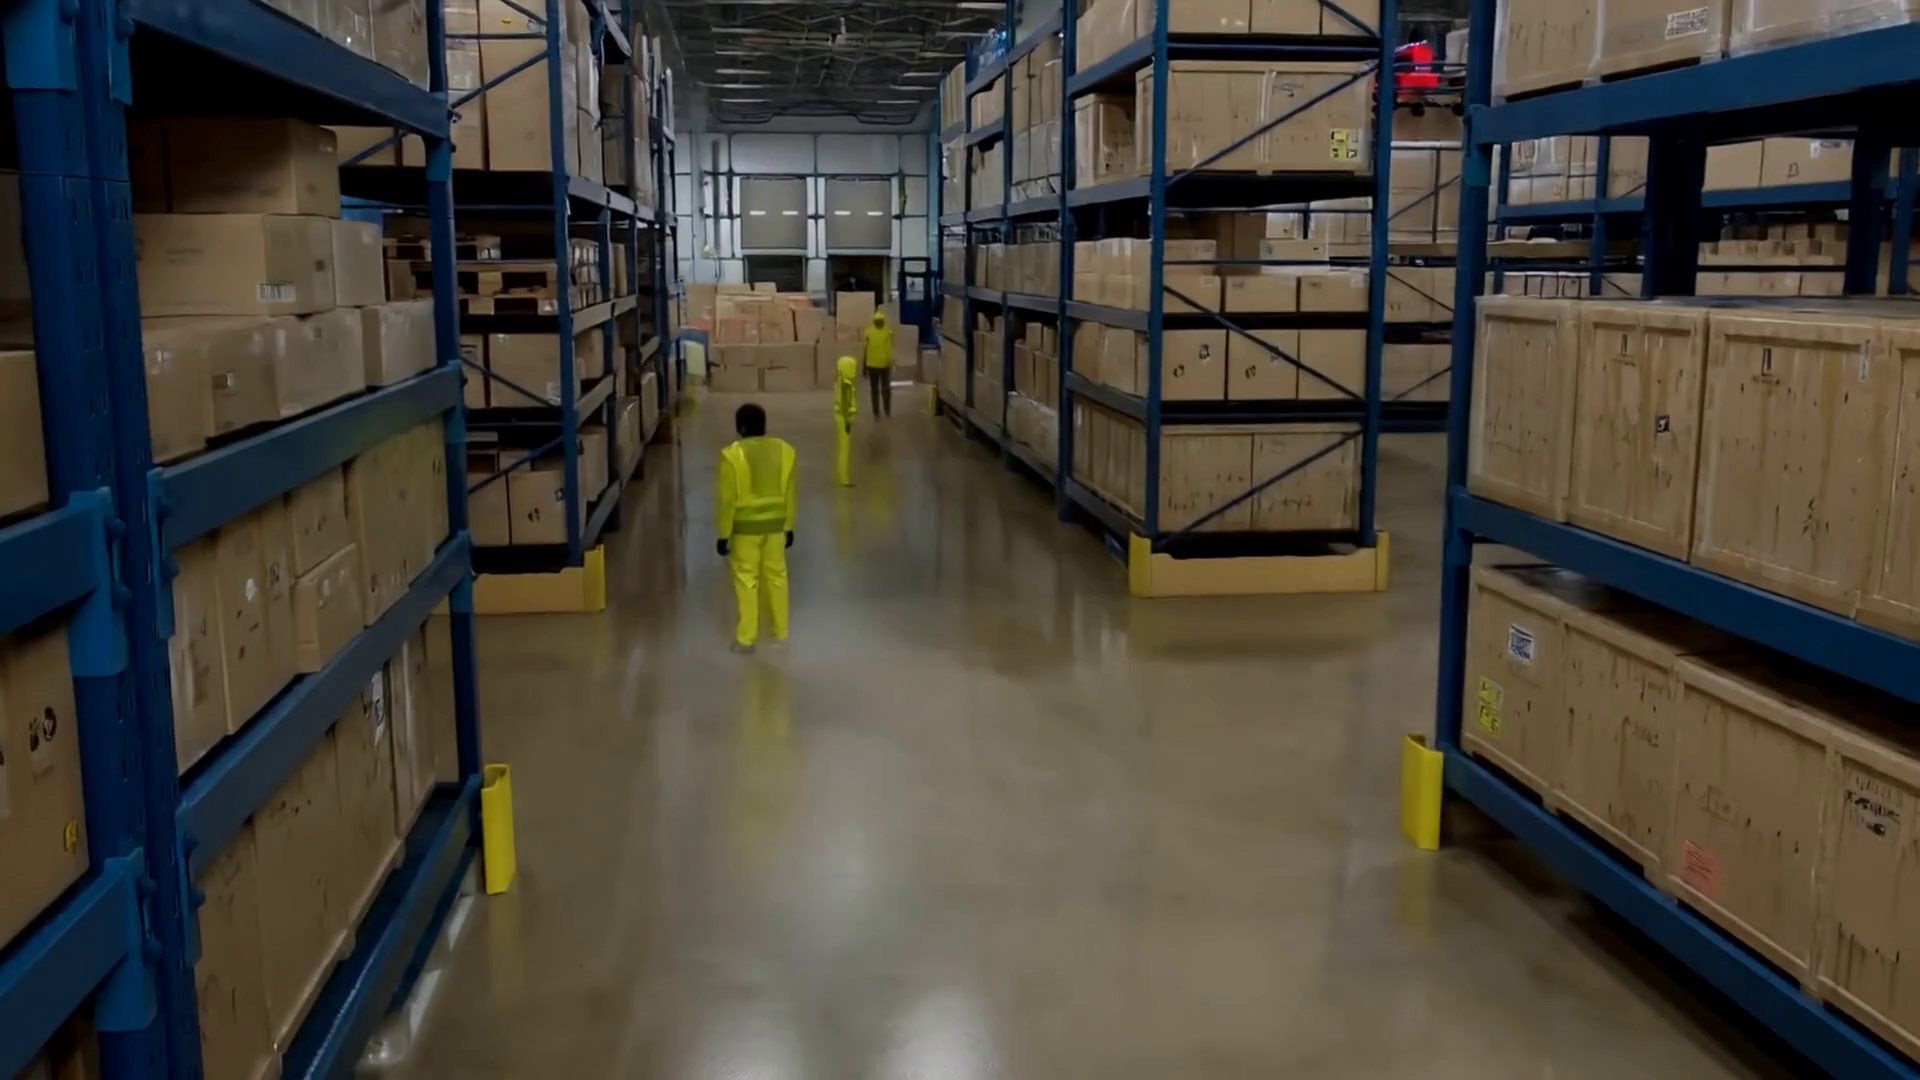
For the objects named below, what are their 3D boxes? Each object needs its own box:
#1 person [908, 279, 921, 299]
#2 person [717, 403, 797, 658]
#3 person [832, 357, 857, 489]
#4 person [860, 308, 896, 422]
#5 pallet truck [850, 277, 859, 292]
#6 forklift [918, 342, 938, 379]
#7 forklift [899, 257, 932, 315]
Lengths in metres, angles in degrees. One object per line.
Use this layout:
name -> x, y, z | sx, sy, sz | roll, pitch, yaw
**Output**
person -> -1.907, -9.388, 66.070 | 0.930, 1.896, 0.574 | 8, 12, 38
person -> -1.480, -0.071, 12.007 | 0.633, 1.839, 0.429 | -7, 12, -36
person -> -1.429, -1.454, 20.649 | 0.310, 1.636, 0.523 | -1, 10, -6
person -> -1.411, -3.022, 28.791 | 0.630, 1.965, 0.779 | -1, 10, -5
pallet truck -> -3.782, -9.391, 65.808 | 1.885, 1.965, 0.823 | 2, 10, 10
forklift -> 0.123, -4.276, 33.457 | 1.873, 2.768, 1.129 | -1, 10, -7
forklift -> -1.335, -7.260, 50.832 | 1.129, 2.768, 1.873 | -2, 10, -10
